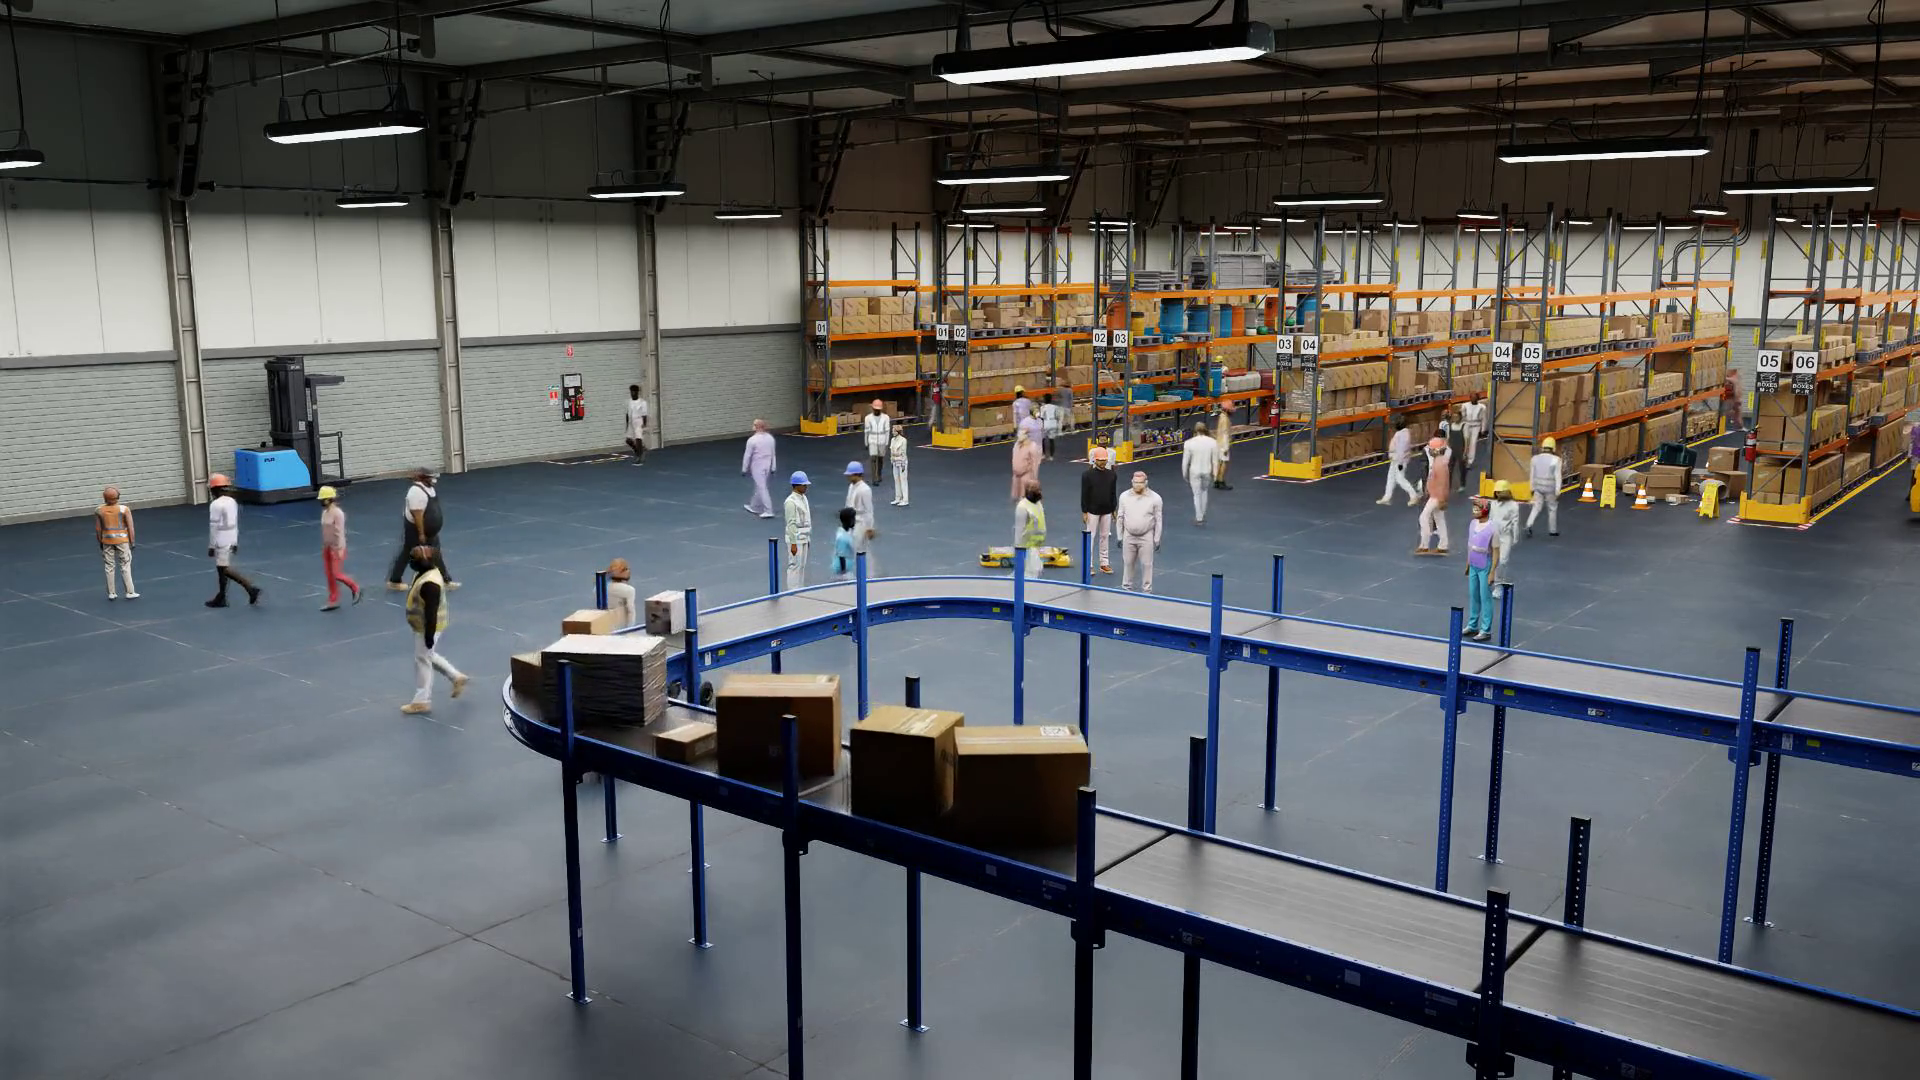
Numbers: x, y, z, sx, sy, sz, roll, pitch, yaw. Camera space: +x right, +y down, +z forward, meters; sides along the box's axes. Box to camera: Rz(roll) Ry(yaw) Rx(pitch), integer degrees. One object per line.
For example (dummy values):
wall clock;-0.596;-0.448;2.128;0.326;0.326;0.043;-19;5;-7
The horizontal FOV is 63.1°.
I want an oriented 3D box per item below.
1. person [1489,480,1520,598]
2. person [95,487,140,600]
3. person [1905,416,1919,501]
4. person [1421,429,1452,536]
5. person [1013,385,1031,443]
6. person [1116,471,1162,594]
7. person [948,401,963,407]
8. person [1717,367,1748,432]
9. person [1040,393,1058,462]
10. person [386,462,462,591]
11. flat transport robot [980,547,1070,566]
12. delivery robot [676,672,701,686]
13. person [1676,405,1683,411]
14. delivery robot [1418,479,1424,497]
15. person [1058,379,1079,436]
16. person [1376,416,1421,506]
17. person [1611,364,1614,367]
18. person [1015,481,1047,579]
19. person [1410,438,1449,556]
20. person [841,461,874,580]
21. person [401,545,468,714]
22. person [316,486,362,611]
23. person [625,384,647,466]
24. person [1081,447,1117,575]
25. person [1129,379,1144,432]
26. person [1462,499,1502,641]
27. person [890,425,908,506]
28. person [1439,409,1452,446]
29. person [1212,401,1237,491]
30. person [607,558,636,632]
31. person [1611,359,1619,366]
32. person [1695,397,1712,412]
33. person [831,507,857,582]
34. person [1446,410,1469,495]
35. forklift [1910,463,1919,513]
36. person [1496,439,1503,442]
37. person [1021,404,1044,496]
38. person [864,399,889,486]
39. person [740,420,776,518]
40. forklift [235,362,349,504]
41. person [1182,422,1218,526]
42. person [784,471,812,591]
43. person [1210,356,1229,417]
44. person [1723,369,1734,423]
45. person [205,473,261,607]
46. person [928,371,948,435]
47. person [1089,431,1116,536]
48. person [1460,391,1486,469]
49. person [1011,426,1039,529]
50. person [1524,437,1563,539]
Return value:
person;7.805;-0.012;22.672;0.534;1.724;0.502;-8;13;-38
person;-12.171;0.047;22.572;0.522;1.645;0.306;-1;10;-6
person;19.554;-1.724;31.785;0.607;1.928;0.610;-7;12;-36
person;8.487;-1.035;27.901;0.591;1.916;0.393;-4;11;-19
person;1.503;-2.797;37.859;0.605;1.895;0.501;-9;13;-40
person;2.540;-0.034;22.298;0.652;1.904;0.402;3;11;18
person;-0.135;-3.752;43.309;0.515;1.876;0.328;7;12;36
person;22.226;-4.049;45.040;1.000;1.863;0.649;6;12;32
person;2.134;-2.761;38.335;0.537;1.665;0.706;-4;11;-22
person;-8.003;-0.221;23.085;1.096;2.000;0.690;1;10;5
flat transport robot;1.049;0.262;25.346;1.431;0.197;0.652;0;10;0
delivery robot;-3.099;1.415;17.064;0.335;0.223;0.698;4;11;23
person;22.487;-4.752;48.573;0.532;2.007;0.656;7;12;33
delivery robot;9.588;-1.122;32.073;0.477;0.478;0.707;4;11;20
person;3.017;-3.719;43.905;0.518;1.585;0.847;8;13;37
person;8.811;-1.588;31.296;0.806;1.820;0.642;1;10;7
person;19.461;-4.374;46.989;0.544;1.816;0.860;9;14;42
person;0.943;0.059;22.013;0.572;1.820;0.637;4;11;21
person;7.804;-0.722;25.974;0.747;1.964;0.620;3;11;18
person;-1.561;-0.214;23.276;0.706;1.918;0.619;-4;11;-20
person;-5.763;0.944;17.007;0.668;1.826;0.664;-4;11;-20
person;-8.747;0.106;21.906;0.546;1.752;0.492;9;13;40
person;-7.769;-2.752;37.446;0.646;1.950;0.419;5;11;27
person;2.178;-0.458;24.427;0.614;1.994;0.381;-4;11;-22
person;4.792;-3.489;42.242;0.528;1.733;0.845;6;12;30
person;6.746;0.372;20.195;0.392;1.839;0.563;-3;11;-17
person;-1.220;-1.502;31.333;0.318;1.628;0.508;-7;12;-36
person;10.657;-2.052;34.407;0.308;1.639;0.510;1;10;3
person;5.655;-2.031;33.585;0.492;1.909;0.682;1;10;5
person;-3.751;1.005;17.235;0.510;1.617;0.357;5;11;26
person;20.735;-4.929;49.784;0.374;1.928;0.542;3;10;14
person;21.987;-4.288;46.258;0.709;1.900;0.682;7;12;34
person;-1.580;0.374;20.638;0.483;1.672;0.579;1;10;4
person;10.462;-1.857;32.915;0.507;1.796;1.005;7;12;33
forklift;19.034;-1.348;28.998;2.313;2.155;1.214;8;13;37
person;12.698;-2.496;36.407;0.598;1.816;0.585;6;12;30
person;1.525;-1.857;32.458;0.372;1.940;0.631;8;13;39
person;-1.835;-2.170;34.378;0.543;1.897;0.922;-2;10;-9
person;-3.890;-1.369;29.913;0.976;1.855;0.660;8;13;38
forklift;-13.803;-2.244;32.110;1.129;2.768;1.873;8;13;37
person;4.421;-1.246;29.063;0.647;1.910;0.846;-1;10;-7
person;-2.268;-0.006;22.013;0.388;1.947;0.612;2;10;12
person;8.171;-4.843;49.311;0.591;1.921;0.382;8;13;37
person;23.311;-4.360;47.409;0.501;1.633;0.279;3;11;17
person;-10.297;0.012;22.028;0.786;1.914;0.557;0;10;0
person;-0.601;-3.867;44.206;0.593;1.792;0.862;6;12;30
person;2.528;-1.008;27.869;0.518;1.874;0.327;-1;10;-3
person;12.174;-2.636;37.141;0.573;1.844;0.976;6;12;30
person;1.202;-1.151;28.625;0.563;1.890;0.650;-8;13;-39
person;10.305;-0.915;27.525;0.761;1.811;0.610;-8;13;-39
